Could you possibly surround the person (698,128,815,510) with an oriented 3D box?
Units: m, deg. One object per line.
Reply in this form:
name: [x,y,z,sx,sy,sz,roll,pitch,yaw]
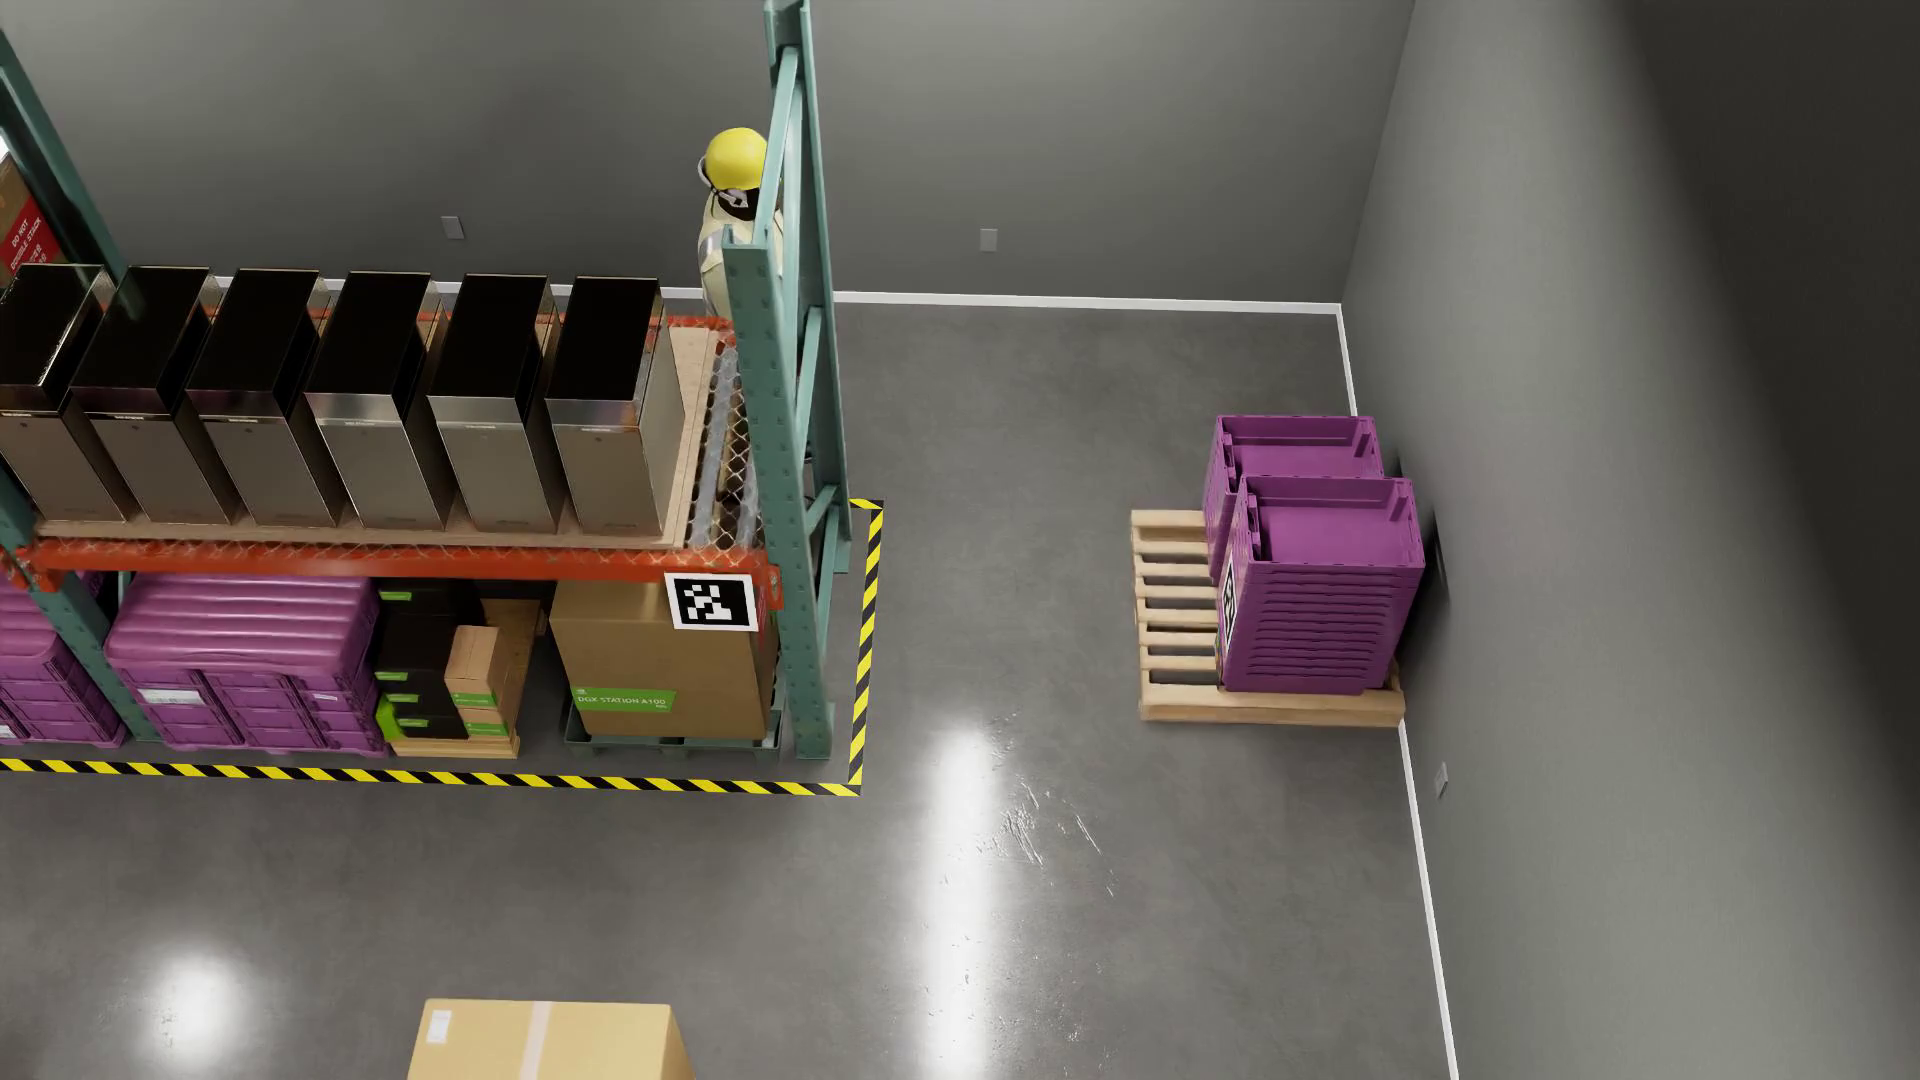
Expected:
person: [-0.758,-0.820,6.403,0.404,1.836,0.590,0,52,0]
